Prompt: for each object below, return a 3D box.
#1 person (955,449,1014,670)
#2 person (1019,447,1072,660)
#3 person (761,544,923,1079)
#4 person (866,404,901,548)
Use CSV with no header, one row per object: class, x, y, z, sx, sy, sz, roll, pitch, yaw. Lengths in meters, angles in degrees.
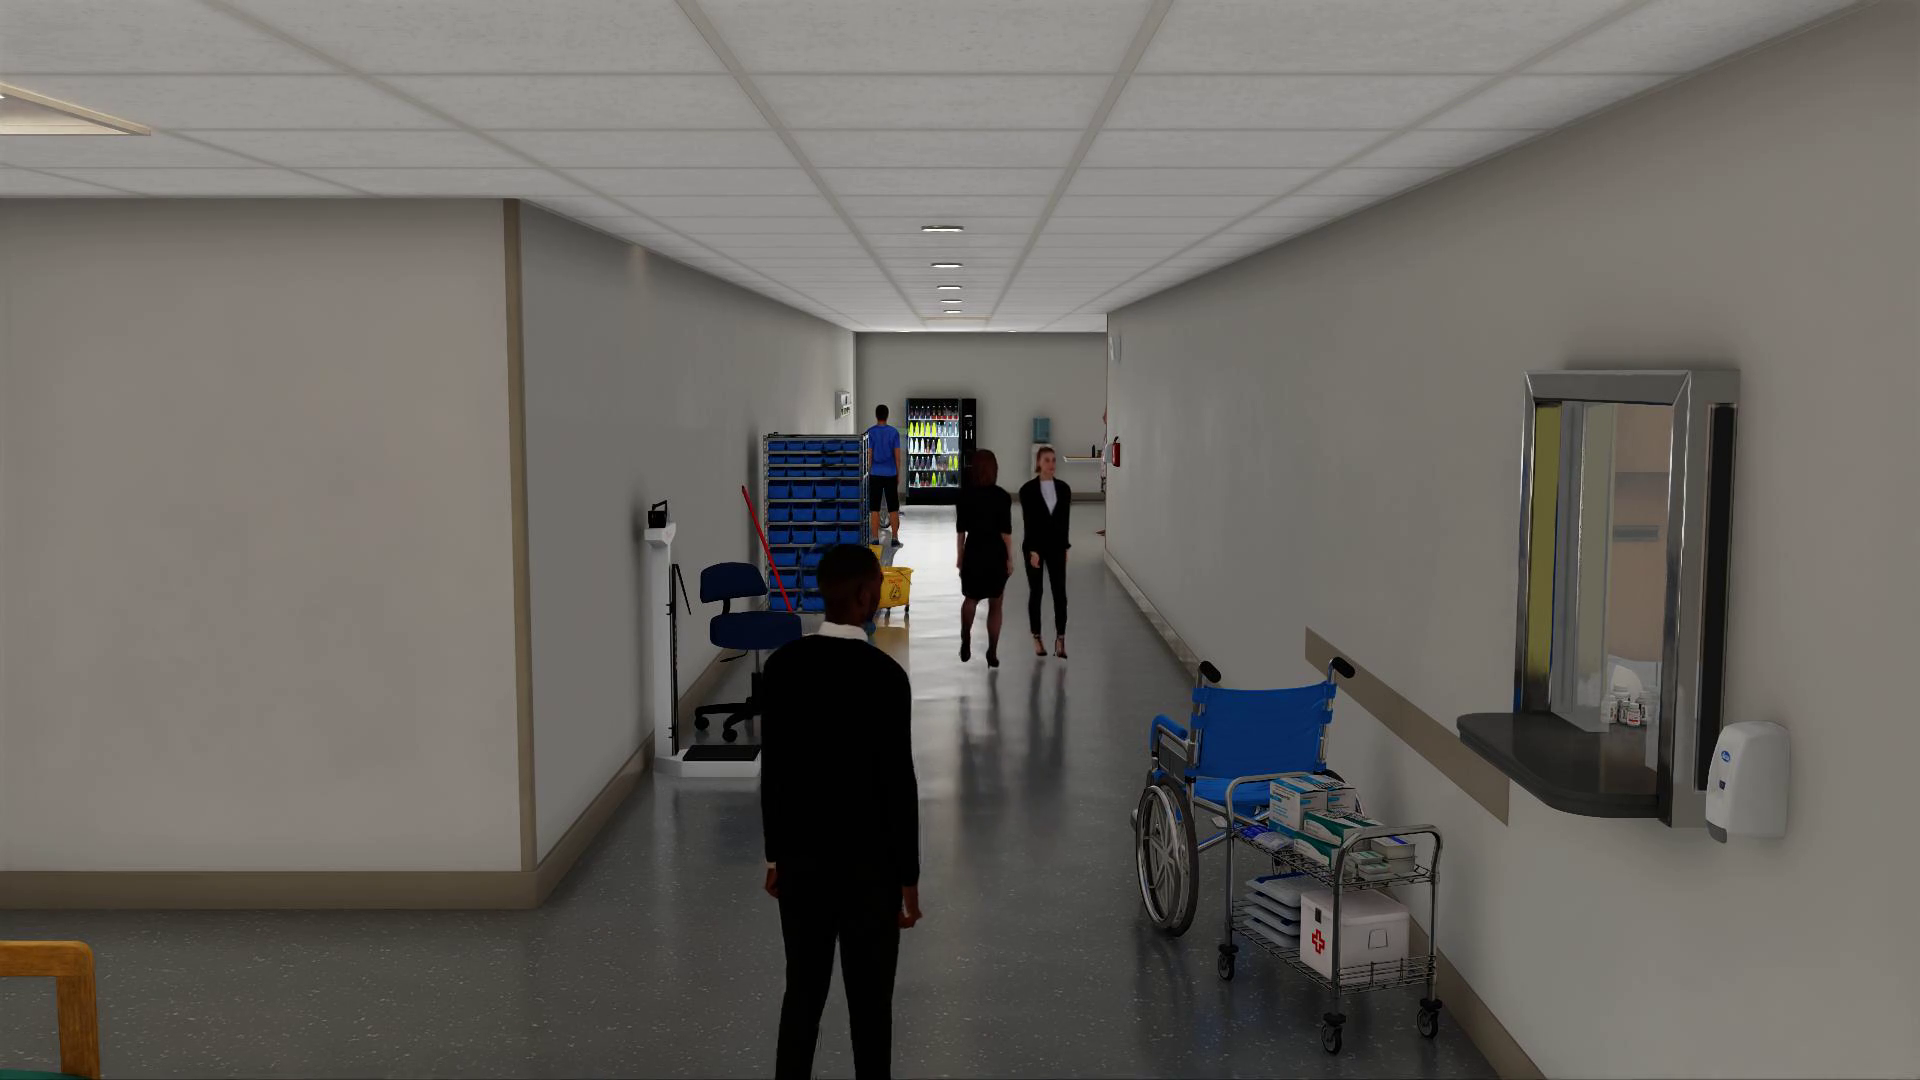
person,0.170,0.170,12.583,0.842,1.693,0.785,2,6,15
person,0.640,0.108,13.259,0.769,1.681,0.762,-1,6,-13
person,-0.346,0.896,4.701,0.746,1.825,0.825,2,6,16
person,-1.007,-0.842,21.766,0.527,1.869,0.684,-1,6,-5
